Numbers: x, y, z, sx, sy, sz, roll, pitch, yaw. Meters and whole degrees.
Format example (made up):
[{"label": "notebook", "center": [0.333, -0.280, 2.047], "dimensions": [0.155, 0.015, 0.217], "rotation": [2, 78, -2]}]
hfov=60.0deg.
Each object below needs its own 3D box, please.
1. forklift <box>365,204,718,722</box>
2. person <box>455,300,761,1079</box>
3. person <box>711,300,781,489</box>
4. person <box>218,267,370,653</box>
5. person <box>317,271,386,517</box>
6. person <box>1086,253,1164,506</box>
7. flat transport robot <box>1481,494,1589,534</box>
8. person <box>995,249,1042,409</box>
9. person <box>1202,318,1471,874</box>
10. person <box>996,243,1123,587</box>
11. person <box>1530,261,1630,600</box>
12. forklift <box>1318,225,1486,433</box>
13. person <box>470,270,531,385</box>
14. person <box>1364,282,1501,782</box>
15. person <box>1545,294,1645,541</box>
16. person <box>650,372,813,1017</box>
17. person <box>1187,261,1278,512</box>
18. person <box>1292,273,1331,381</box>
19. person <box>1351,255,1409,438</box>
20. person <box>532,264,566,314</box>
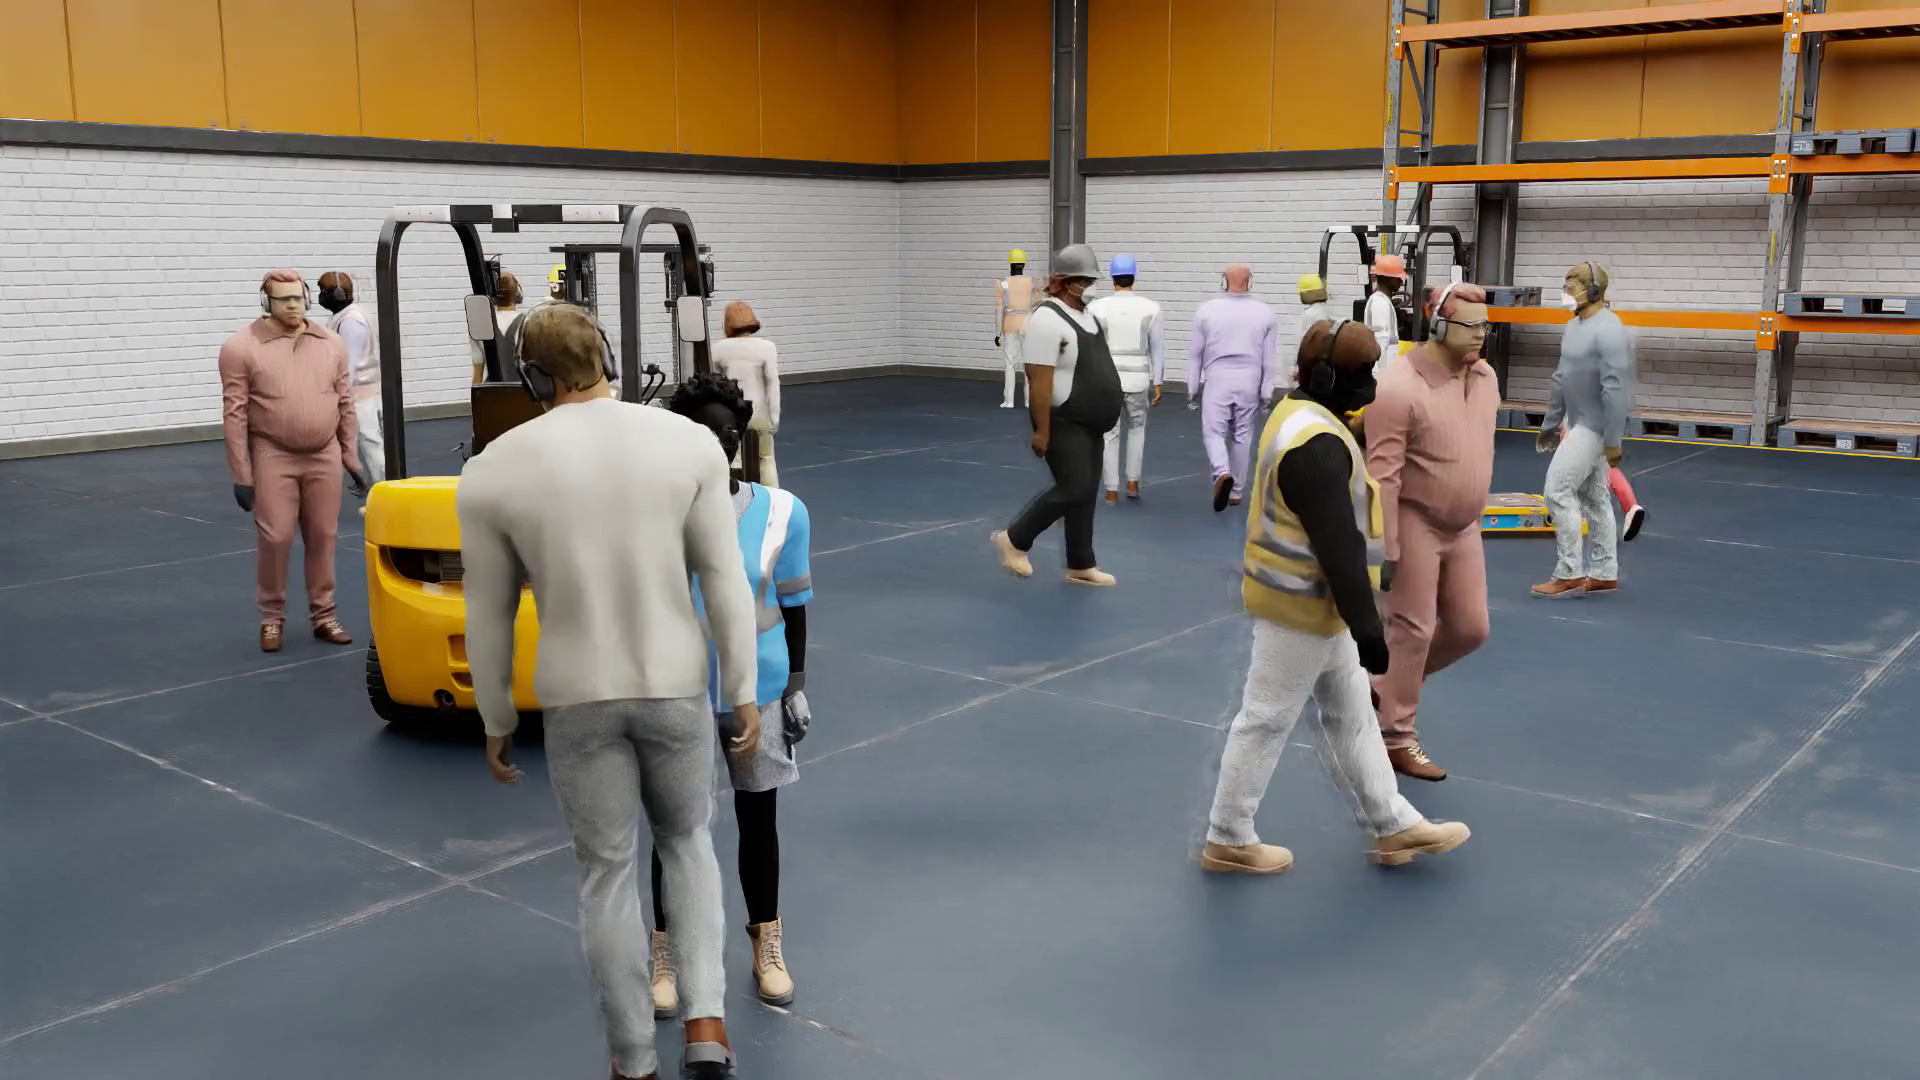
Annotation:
[{"label": "forklift", "center": [-1.766, -0.406, 7.525], "dimensions": [1.214, 2.155, 2.313], "rotation": [1, 10, 7]}, {"label": "person", "center": [-0.830, 0.391, 3.954], "dimensions": [0.664, 1.890, 0.544], "rotation": [-3, 11, -15]}, {"label": "person", "center": [-1.482, -0.878, 11.723], "dimensions": [0.523, 1.608, 0.591], "rotation": [2, 10, 10]}, {"label": "person", "center": [-3.305, -0.401, 8.316], "dimensions": [0.665, 1.906, 0.409], "rotation": [-9, 14, -41]}, {"label": "person", "center": [-4.570, -1.037, 12.098], "dimensions": [0.918, 1.799, 0.659], "rotation": [-6, 12, -29]}, {"label": "person", "center": [1.249, -1.242, 12.885], "dimensions": [0.641, 1.927, 0.607], "rotation": [1, 10, 3]}, {"label": "flat transport robot", "center": [3.609, -0.187, 11.639], "dimensions": [1.431, 0.197, 0.652], "rotation": [0, 10, -2]}, {"label": "person", "center": [0.697, -2.545, 20.108], "dimensions": [0.587, 1.930, 0.361], "rotation": [-2, 10, -13]}, {"label": "person", "center": [1.198, 0.218, 5.174], "dimensions": [0.927, 1.794, 0.643], "rotation": [2, 10, 10]}, {"label": "person", "center": [0.633, -0.723, 9.706], "dimensions": [0.637, 2.000, 0.685], "rotation": [5, 11, 25]}, {"label": "person", "center": [3.495, -0.613, 9.457], "dimensions": [0.698, 1.912, 0.641], "rotation": [1, 10, 7]}, {"label": "forklift", "center": [4.449, -2.115, 16.993], "dimensions": [1.214, 2.155, 2.313], "rotation": [8, 13, 38]}, {"label": "person", "center": [-2.969, -0.866, 11.057], "dimensions": [0.547, 1.834, 0.439], "rotation": [0, 10, -2]}, {"label": "person", "center": [1.767, -0.033, 6.318], "dimensions": [0.701, 1.882, 0.488], "rotation": [-7, 13, -35]}, {"label": "person", "center": [4.320, -0.853, 11.251], "dimensions": [0.530, 1.740, 0.727], "rotation": [-3, 11, -18]}, {"label": "person", "center": [-0.646, 0.407, 4.392], "dimensions": [0.535, 1.700, 0.318], "rotation": [-2, 10, -13]}, {"label": "person", "center": [2.049, -1.146, 12.497], "dimensions": [0.657, 1.880, 0.807], "rotation": [0, 10, 0]}, {"label": "person", "center": [3.282, -1.649, 15.698], "dimensions": [0.657, 1.713, 0.505], "rotation": [6, 12, 31]}, {"label": "person", "center": [3.603, -1.527, 14.577], "dimensions": [0.813, 1.915, 0.557], "rotation": [2, 10, 11]}, {"label": "person", "center": [-3.591, -1.572, 15.022], "dimensions": [0.403, 1.825, 0.595], "rotation": [4, 11, 22]}]
